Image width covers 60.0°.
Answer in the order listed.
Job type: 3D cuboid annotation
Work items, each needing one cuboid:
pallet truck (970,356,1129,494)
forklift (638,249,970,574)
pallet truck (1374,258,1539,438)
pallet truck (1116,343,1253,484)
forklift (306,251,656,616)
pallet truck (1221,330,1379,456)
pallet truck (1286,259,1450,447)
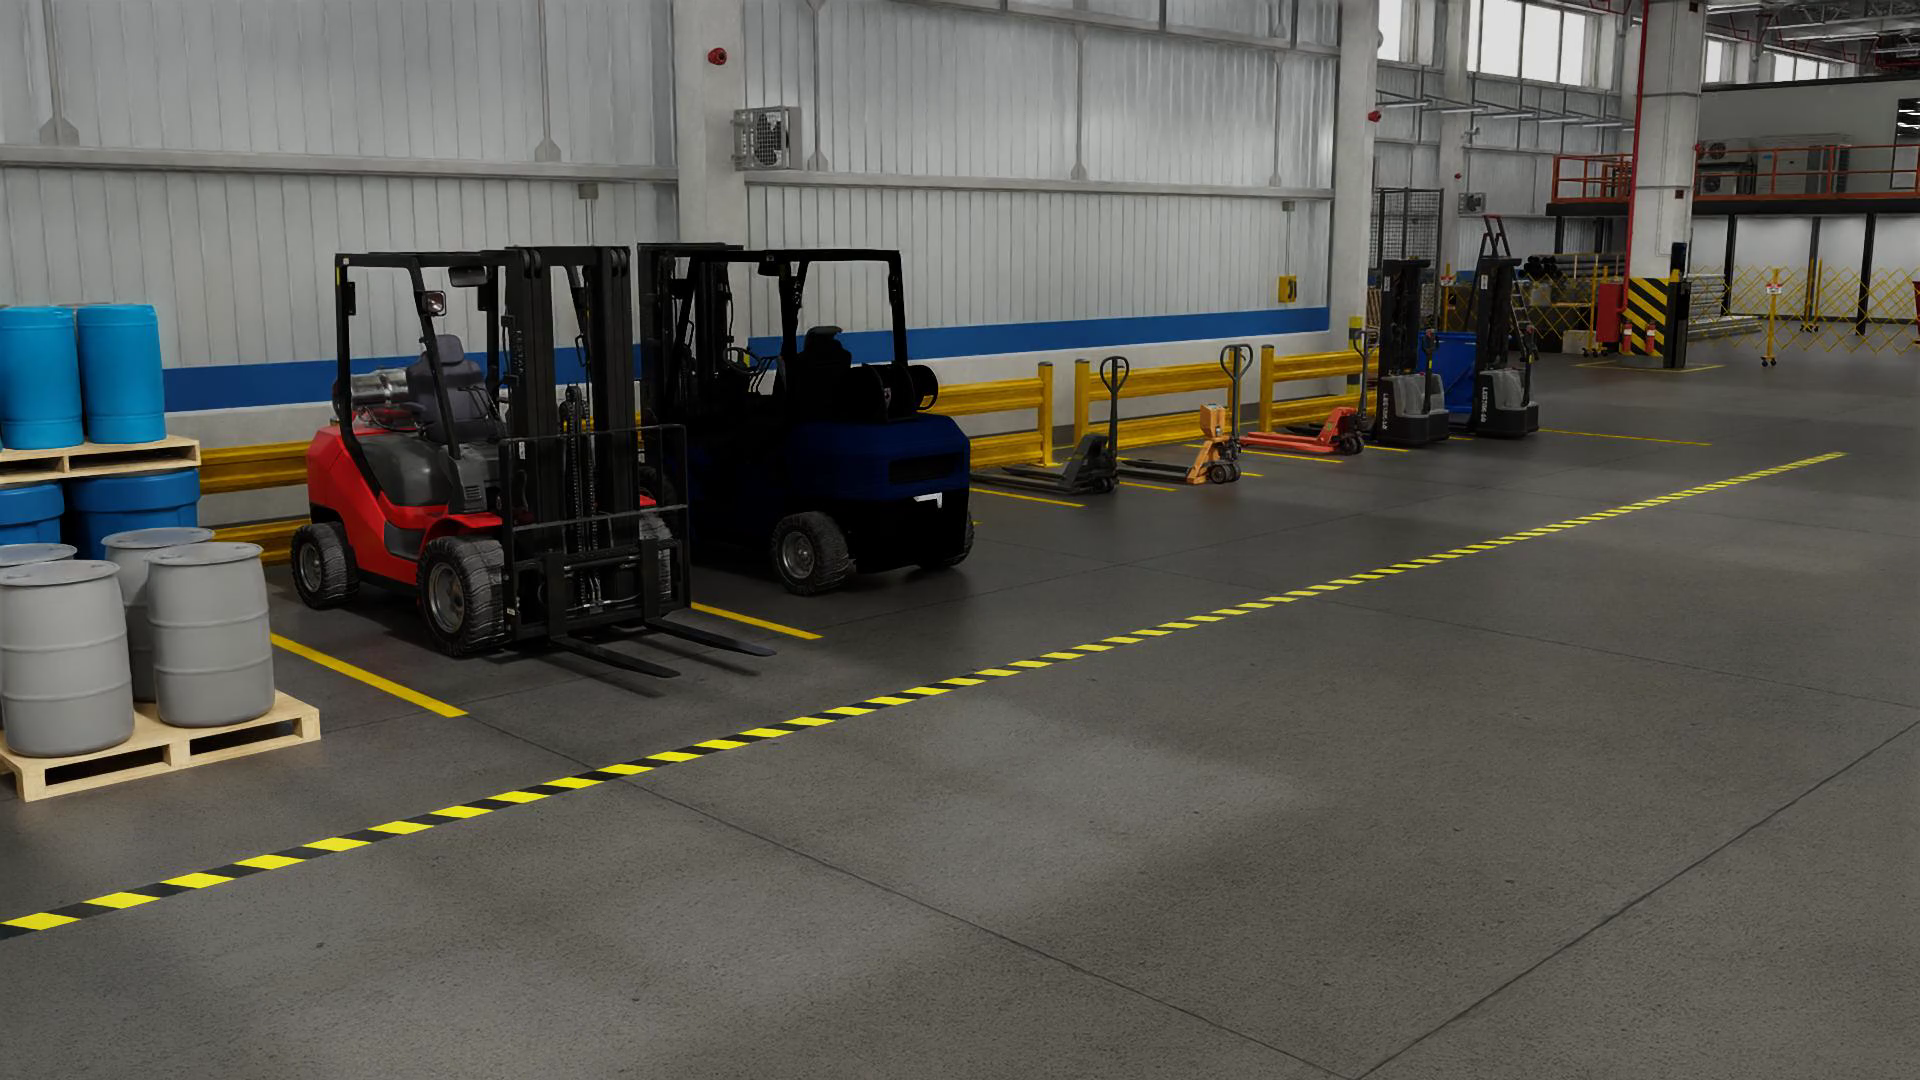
[{"bbox_3d":[0.784,-1.085,14.876,0.680,1.201,1.601,-10,14,-44],"label":"pallet truck"},{"bbox_3d":[-1.173,-0.958,11.239,2.680,1.987,1.157,10,14,43],"label":"forklift"},{"bbox_3d":[5.704,-2.208,18.901,1.885,1.965,0.823,10,14,43],"label":"pallet truck"},{"bbox_3d":[1.962,-1.215,15.415,1.522,1.261,0.704,10,14,43],"label":"pallet truck"},{"bbox_3d":[-2.833,-0.669,9.694,1.157,1.987,2.680,-10,14,-44],"label":"forklift"},{"bbox_3d":[3.563,-1.581,17.381,0.653,1.274,1.630,-10,14,-44],"label":"pallet truck"},{"bbox_3d":[4.493,-2.078,18.196,0.823,1.965,1.885,-9,14,-40],"label":"pallet truck"}]
